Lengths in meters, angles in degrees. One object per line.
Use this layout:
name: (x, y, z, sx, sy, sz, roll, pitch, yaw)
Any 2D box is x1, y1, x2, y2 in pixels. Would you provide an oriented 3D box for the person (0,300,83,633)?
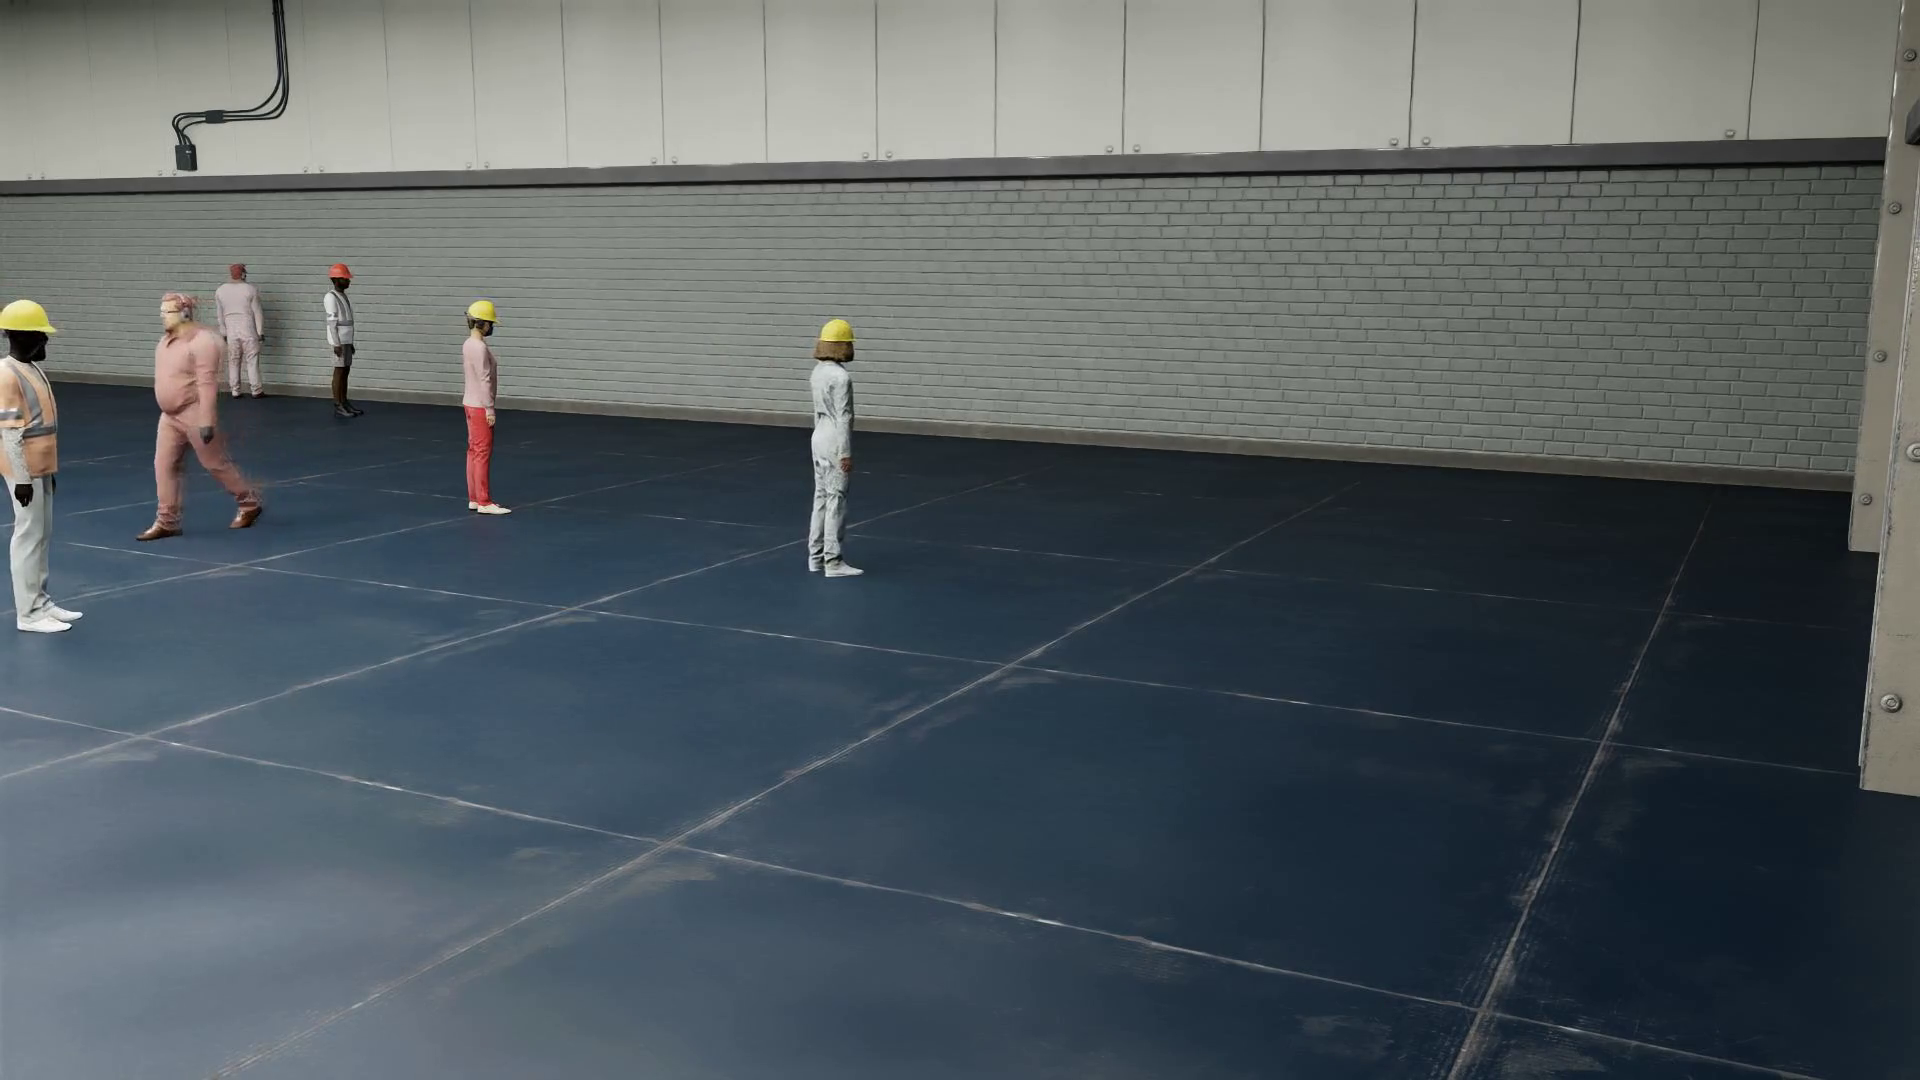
person: (-5.384, -0.426, 9.678, 0.378, 1.924, 0.595, -3, 11, -16)

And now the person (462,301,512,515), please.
person: (-3.940, -1.090, 13.759, 0.320, 1.762, 0.522, -6, 12, -29)

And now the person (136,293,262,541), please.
person: (-5.869, -0.963, 12.774, 0.653, 1.871, 0.959, 6, 12, 31)

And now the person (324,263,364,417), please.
person: (-7.824, -2.527, 21.104, 0.360, 1.939, 0.543, 0, 10, -2)

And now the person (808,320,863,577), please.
person: (-0.839, -0.617, 11.253, 0.329, 1.735, 0.487, -5, 12, -27)

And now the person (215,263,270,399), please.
person: (-10.086, -2.933, 23.403, 0.641, 1.908, 0.407, 1, 10, 3)
